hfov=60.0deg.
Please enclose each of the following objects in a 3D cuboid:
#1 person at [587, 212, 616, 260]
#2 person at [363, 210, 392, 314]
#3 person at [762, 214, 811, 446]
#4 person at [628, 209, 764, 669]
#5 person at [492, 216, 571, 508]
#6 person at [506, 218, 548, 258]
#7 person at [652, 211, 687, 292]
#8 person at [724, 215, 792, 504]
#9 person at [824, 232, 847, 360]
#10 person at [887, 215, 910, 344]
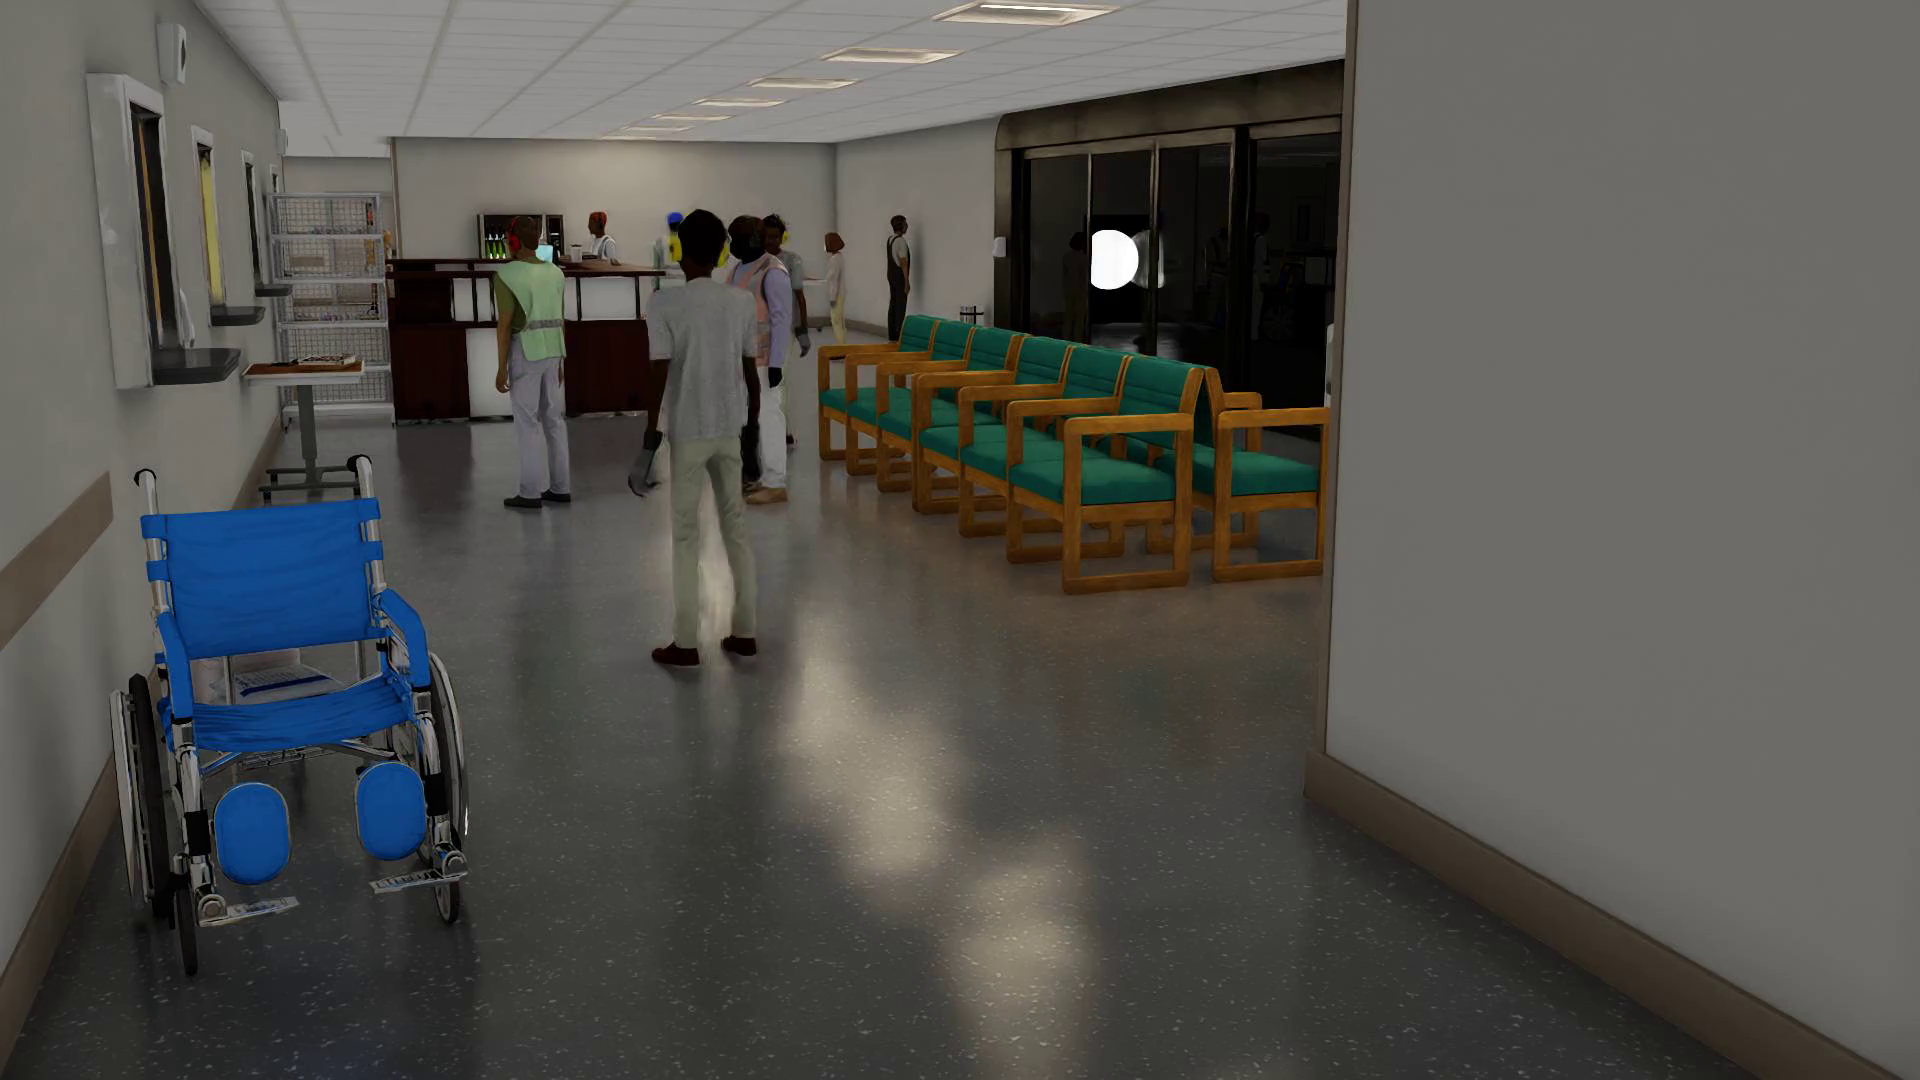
[{"bbox_3d":[-4.425,-3.110,20.604,0.337,1.882,0.584,-7,13,-33],"label":"person"},{"bbox_3d":[-10.992,-5.236,31.376,0.545,1.938,0.359,1,11,5],"label":"person"},{"bbox_3d":[-1.502,-1.606,12.995,0.643,1.841,0.625,10,15,43],"label":"person"},{"bbox_3d":[-1.071,-0.397,6.782,0.615,1.856,0.332,-8,14,-36],"label":"person"},{"bbox_3d":[-2.684,-1.116,10.515,0.388,1.837,0.560,6,12,27],"label":"person"},{"bbox_3d":[-5.762,-3.401,22.266,0.595,1.825,0.404,-3,11,-15],"label":"person"},{"bbox_3d":[-3.697,-3.296,21.533,0.650,1.906,0.875,1,11,8],"label":"person"},{"bbox_3d":[-1.329,-1.154,10.686,0.429,1.839,0.633,-8,14,-35],"label":"person"},{"bbox_3d":[-1.591,-3.109,21.277,0.285,1.627,0.504,1,11,4],"label":"person"},{"bbox_3d":[-0.851,-3.649,23.465,0.345,1.847,0.507,-6,13,-29],"label":"person"}]
